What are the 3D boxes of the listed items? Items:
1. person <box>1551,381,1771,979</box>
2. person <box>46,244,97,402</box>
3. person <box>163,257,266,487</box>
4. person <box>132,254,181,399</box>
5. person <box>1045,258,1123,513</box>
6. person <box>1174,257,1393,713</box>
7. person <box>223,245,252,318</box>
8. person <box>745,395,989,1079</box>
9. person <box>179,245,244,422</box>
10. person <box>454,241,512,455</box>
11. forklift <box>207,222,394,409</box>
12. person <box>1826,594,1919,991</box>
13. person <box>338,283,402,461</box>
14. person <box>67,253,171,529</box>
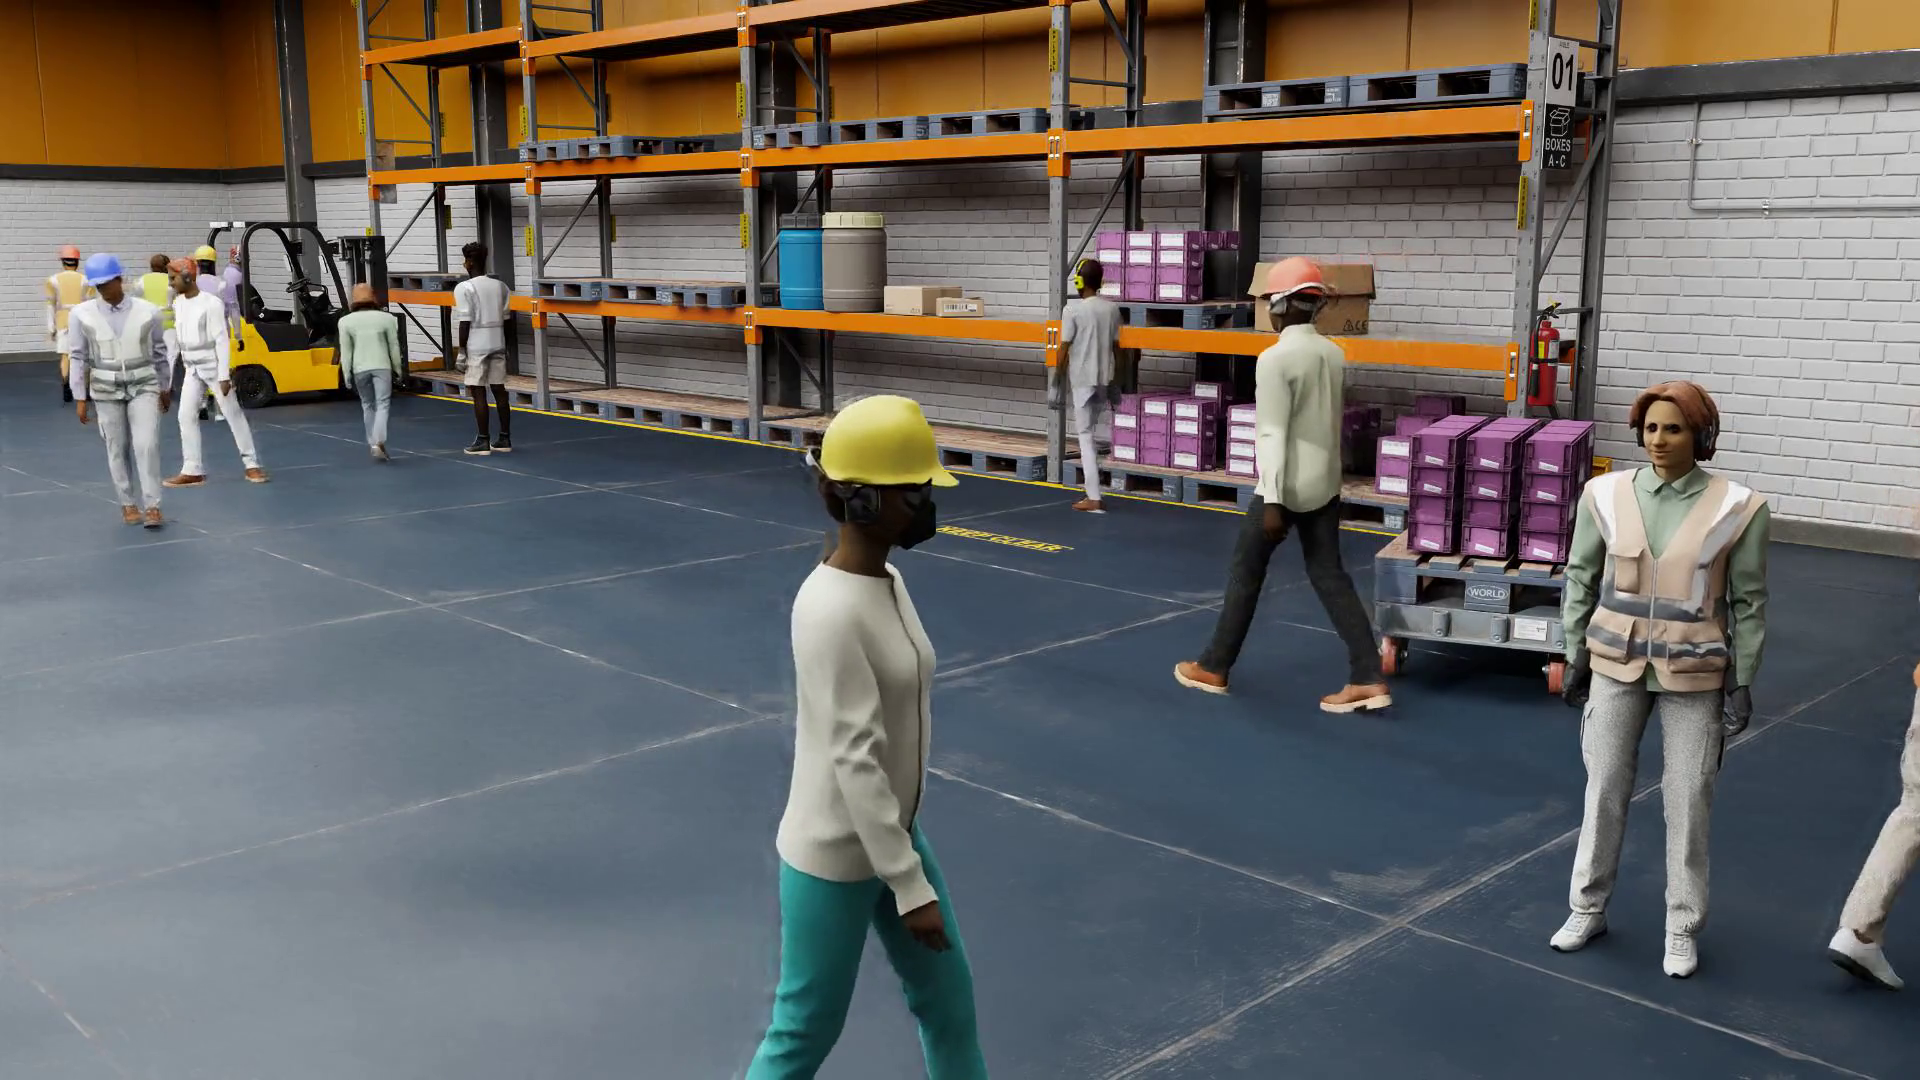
[{"bbox_3d":[1.918,0.379,4.573,0.517,1.639,0.313,7,13,35],"label":"person"},{"bbox_3d":[-10.629,-2.577,19.932,0.547,1.919,0.745,-3,11,-18],"label":"person"},{"bbox_3d":[-6.079,-1.353,13.471,0.622,1.850,0.681,5,12,26],"label":"person"},{"bbox_3d":[-9.925,-2.652,20.678,0.625,1.804,0.906,-2,11,-8],"label":"person"},{"bbox_3d":[0.879,-1.131,12.240,0.532,1.852,0.621,-8,13,-37],"label":"person"},{"bbox_3d":[1.451,-0.234,7.128,1.029,1.937,0.627,10,14,44],"label":"person"},{"bbox_3d":[-9.063,-2.766,21.022,0.403,1.900,0.647,-5,12,-26],"label":"person"},{"bbox_3d":[-0.136,0.587,3.200,0.701,1.741,0.532,3,11,14],"label":"person"},{"bbox_3d":[-8.113,-2.229,18.049,0.601,1.912,0.407,-2,11,-9],"label":"person"},{"bbox_3d":[-4.422,-1.771,15.406,0.366,1.962,0.614,7,12,32],"label":"person"},{"bbox_3d":[-8.169,-2.758,20.163,2.313,2.155,1.214,-10,14,-44],"label":"forklift"},{"bbox_3d":[2.707,0.425,4.439,0.794,1.600,0.518,-5,11,-24],"label":"person"},{"bbox_3d":[-5.327,-1.515,15.018,0.519,1.607,0.760,-2,11,-12],"label":"person"},{"bbox_3d":[-5.749,-1.008,11.421,0.633,1.893,0.837,-5,12,-27],"label":"person"}]
